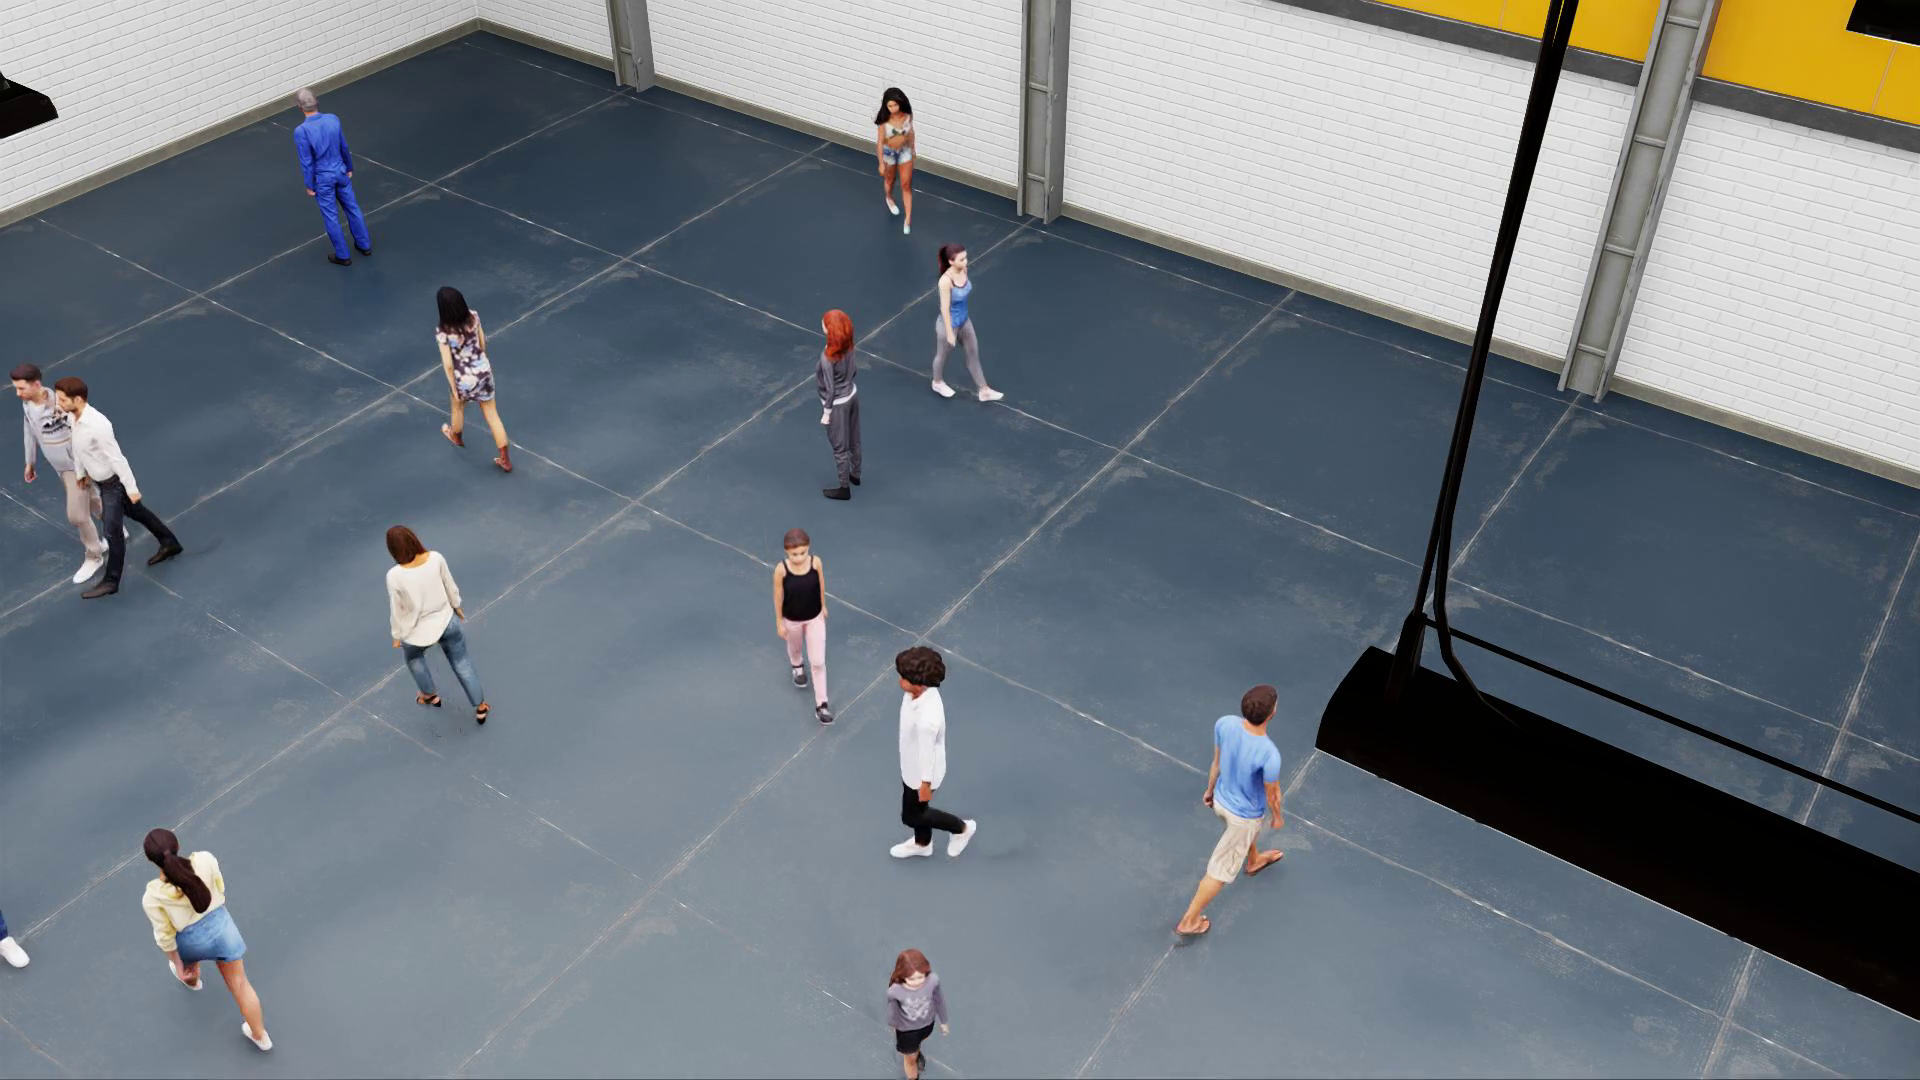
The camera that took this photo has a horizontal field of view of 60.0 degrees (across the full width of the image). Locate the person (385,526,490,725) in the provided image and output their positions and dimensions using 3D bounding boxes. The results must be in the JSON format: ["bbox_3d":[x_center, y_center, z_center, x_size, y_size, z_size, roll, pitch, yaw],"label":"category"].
[{"bbox_3d":[-3.654,0.643,11.535,0.788,1.648,0.881,-24,44,-27],"label":"person"}]

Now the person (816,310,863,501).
[{"bbox_3d":[-0.981,-1.114,13.631,0.537,1.779,0.608,17,42,21],"label":"person"}]

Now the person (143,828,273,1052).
[{"bbox_3d":[-4.257,2.319,9.496,1.158,1.574,0.728,28,46,30],"label":"person"}]

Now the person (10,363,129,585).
[{"bbox_3d":[-6.881,-0.657,13.016,0.784,1.831,0.736,24,44,27],"label":"person"}]

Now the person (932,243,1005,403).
[{"bbox_3d":[-0.111,-1.943,14.825,0.934,1.584,0.577,23,44,26],"label":"person"}]

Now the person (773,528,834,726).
[{"bbox_3d":[-1.138,0.514,11.797,0.940,1.523,1.061,-10,40,-12],"label":"person"}]

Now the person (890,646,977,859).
[{"bbox_3d":[-0.166,1.384,10.486,0.940,1.800,0.883,-7,39,-9],"label":"person"}]

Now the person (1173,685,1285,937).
[{"bbox_3d":[1.636,1.671,10.108,1.008,1.822,1.280,-24,44,-27],"label":"person"}]

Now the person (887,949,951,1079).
[{"bbox_3d":[-0.265,2.663,9.455,0.658,1.087,0.763,-15,41,-18],"label":"person"}]

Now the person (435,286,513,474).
[{"bbox_3d":[-4.041,-1.305,13.944,0.759,1.686,1.132,-31,48,-32],"label":"person"}]

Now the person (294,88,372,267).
[{"bbox_3d":[-6.365,-3.669,16.793,0.534,1.825,0.730,25,45,28],"label":"person"}]

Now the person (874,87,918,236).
[{"bbox_3d":[-0.674,-4.027,17.456,0.997,1.557,1.120,-14,41,-17],"label":"person"}]

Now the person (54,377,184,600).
[{"bbox_3d":[-6.453,-0.487,12.803,1.064,1.832,0.819,29,47,31],"label":"person"}]
